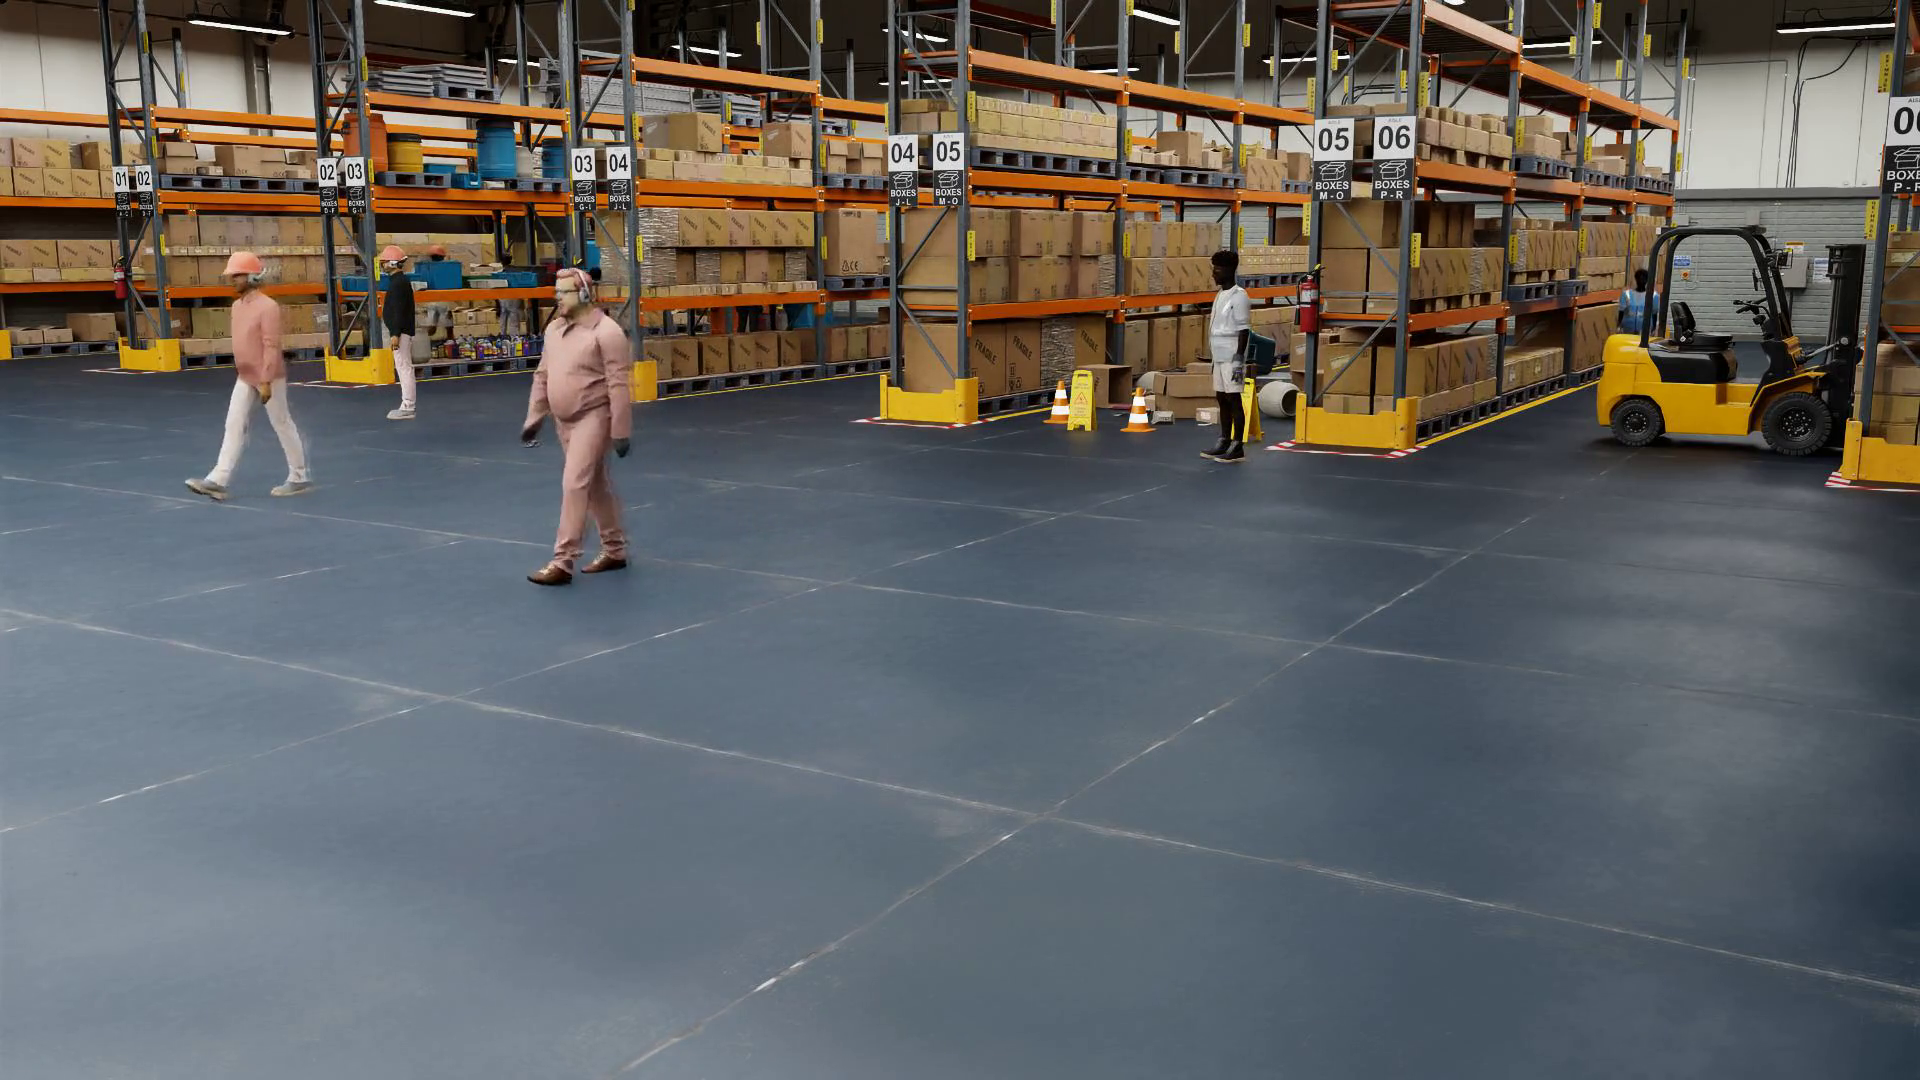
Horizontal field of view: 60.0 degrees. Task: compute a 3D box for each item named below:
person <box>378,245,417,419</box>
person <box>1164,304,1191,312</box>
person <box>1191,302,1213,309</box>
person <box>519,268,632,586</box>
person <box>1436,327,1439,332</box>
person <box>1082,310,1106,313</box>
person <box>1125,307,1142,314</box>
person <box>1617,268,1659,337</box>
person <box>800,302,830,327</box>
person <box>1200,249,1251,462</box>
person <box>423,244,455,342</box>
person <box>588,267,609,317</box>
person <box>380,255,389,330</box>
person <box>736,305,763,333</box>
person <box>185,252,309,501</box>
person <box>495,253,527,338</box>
[{"bbox_3d":[-6.499,-2.401,19.269,0.381,1.994,0.617,-2,10,-12],"label":"person"},{"bbox_3d":[3.792,-4.130,29.200,0.643,1.899,0.896,5,11,27],"label":"person"},{"bbox_3d":[4.832,-4.772,32.417,0.700,2.000,0.579,6,12,29],"label":"person"},{"bbox_3d":[-2.343,-0.672,9.941,0.660,1.871,0.923,9,14,43],"label":"person"},{"bbox_3d":[9.844,-5.097,34.918,0.734,1.809,0.650,5,11,26],"label":"person"},{"bbox_3d":[2.428,-4.400,30.656,0.594,1.924,0.382,4,11,23],"label":"person"},{"bbox_3d":[3.032,-4.295,30.035,0.551,1.934,0.373,5,11,26],"label":"person"},{"bbox_3d":[9.633,-3.018,23.611,0.536,1.674,0.708,6,12,31],"label":"person"},{"bbox_3d":[-2.652,-4.297,30.342,0.601,1.828,0.457,5,11,25],"label":"person"},{"bbox_3d":[2.481,-1.704,15.444,0.363,1.962,0.612,-2,10,-13],"label":"person"},{"bbox_3d":[-8.770,-3.926,27.792,0.614,2.017,0.920,4,11,21],"label":"person"},{"bbox_3d":[-5.374,-3.197,24.630,0.546,1.657,0.816,2,10,11],"label":"person"},{"bbox_3d":[-9.103,-3.626,26.452,0.603,1.884,0.974,4,11,22],"label":"person"},{"bbox_3d":[-3.715,-4.176,29.209,0.611,1.995,0.376,6,12,28],"label":"person"},{"bbox_3d":[-5.607,-1.270,13.055,0.647,1.942,0.990,7,12,35],"label":"person"},{"bbox_3d":[-7.694,-3.953,28.394,0.599,1.853,0.439,1,10,8],"label":"person"}]
